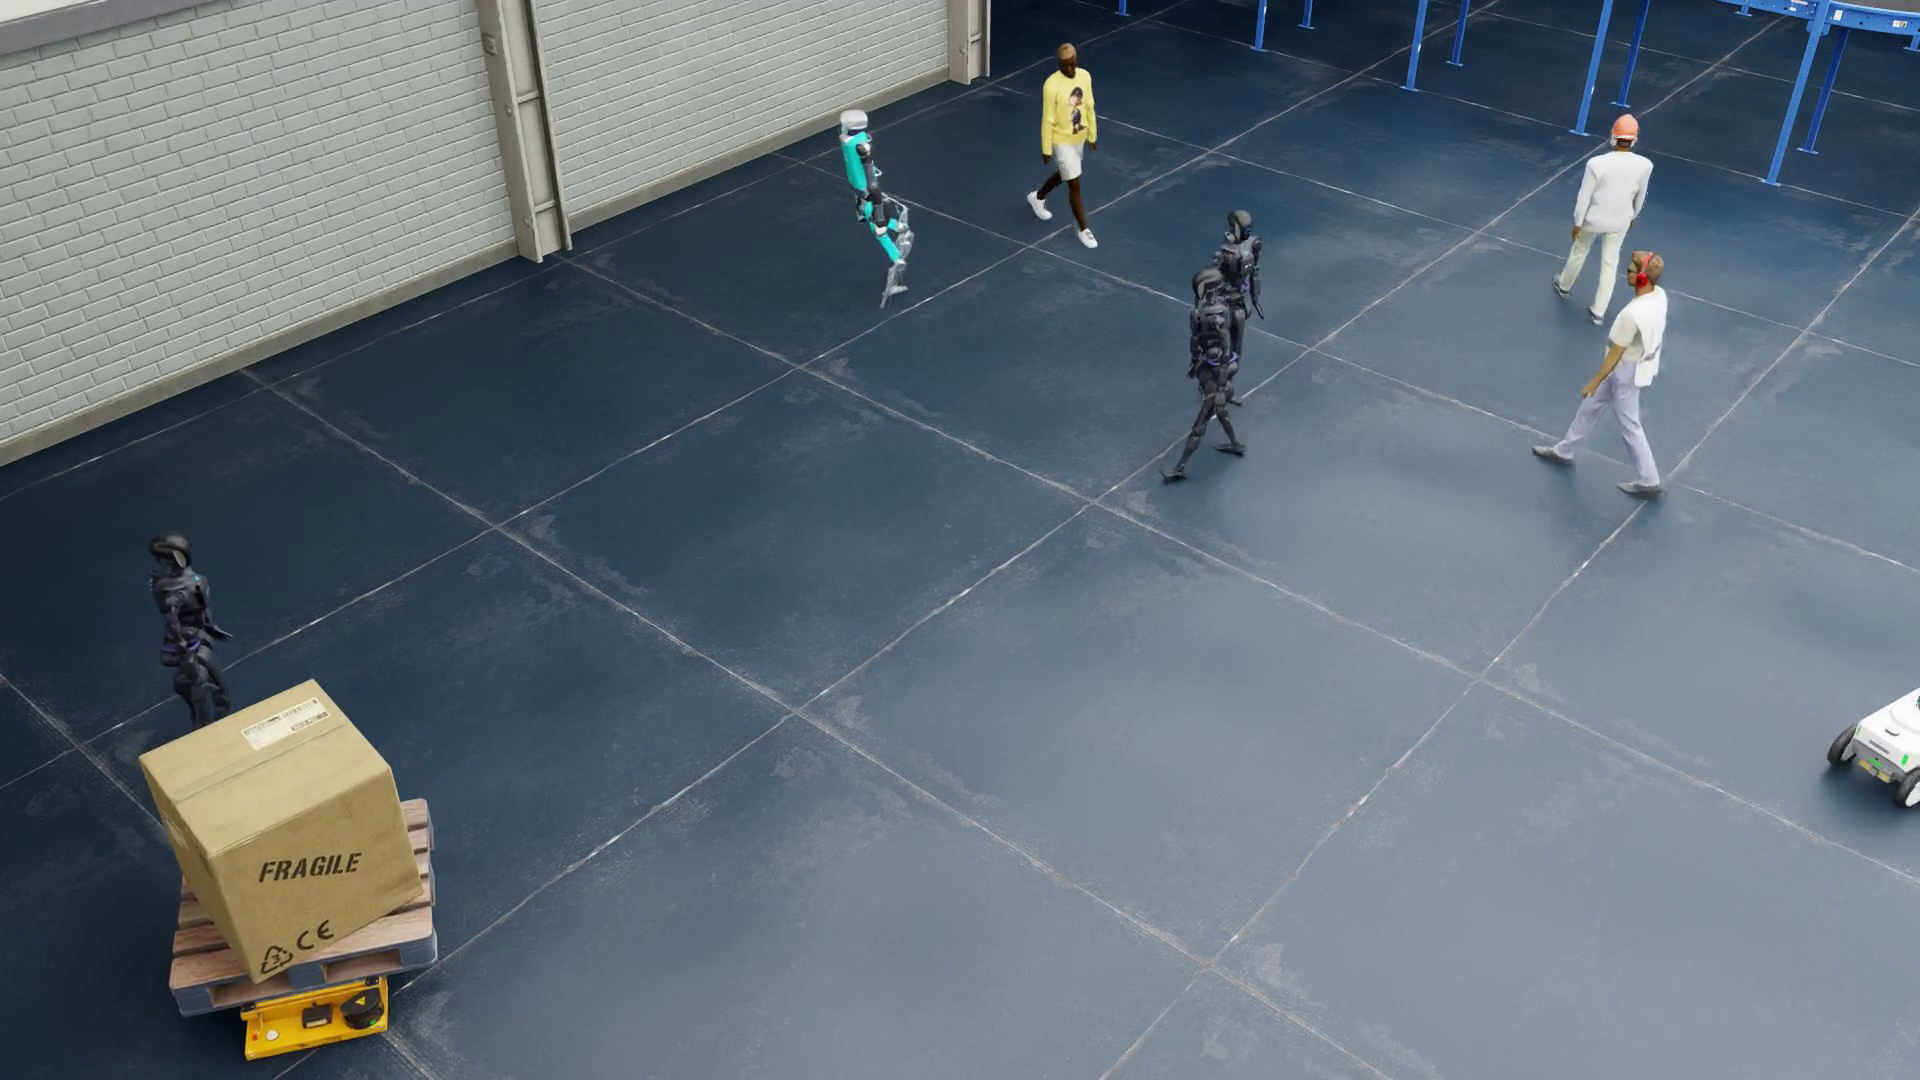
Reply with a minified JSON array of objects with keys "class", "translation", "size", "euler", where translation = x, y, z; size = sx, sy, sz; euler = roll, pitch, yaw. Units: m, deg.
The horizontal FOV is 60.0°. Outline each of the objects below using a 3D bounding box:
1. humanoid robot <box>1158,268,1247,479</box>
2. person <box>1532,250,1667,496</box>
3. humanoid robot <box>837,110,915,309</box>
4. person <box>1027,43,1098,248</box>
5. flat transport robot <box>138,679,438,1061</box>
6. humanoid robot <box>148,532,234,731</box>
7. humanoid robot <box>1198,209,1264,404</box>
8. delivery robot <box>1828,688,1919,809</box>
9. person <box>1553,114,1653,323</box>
[{"class":"humanoid robot","translation":[1.791,-1.208,11.904],"size":[0.792,1.615,0.612],"euler":[-9,36,-12]},{"class":"person","translation":[4.699,-1.180,11.723],"size":[0.956,1.798,0.576],"euler":[20,40,26]},{"class":"humanoid robot","translation":[-0.605,-2.776,14.082],"size":[0.811,1.834,0.545],"euler":[-16,38,-21]},{"class":"person","translation":[0.956,-3.671,15.187],"size":[0.568,1.847,0.943],"euler":[-25,42,-31]},{"class":"flat transport robot","translation":[-3.306,1.999,8.581],"size":[0.659,0.231,1.431],"euler":[-9,37,-13]},{"class":"humanoid robot","translation":[-4.335,0.623,9.309],"size":[0.447,1.638,0.606],"euler":[-8,36,-10]},{"class":"humanoid robot","translation":[2.061,-1.763,12.654],"size":[0.611,1.649,0.312],"euler":[-25,42,-30]},{"class":"delivery robot","translation":[5.457,1.134,9.552],"size":[0.802,0.598,0.499],"euler":[-20,40,-25]},{"class":"person","translation":[5.417,-2.748,13.996],"size":[0.591,1.710,0.837],"euler":[1,35,1]}]
